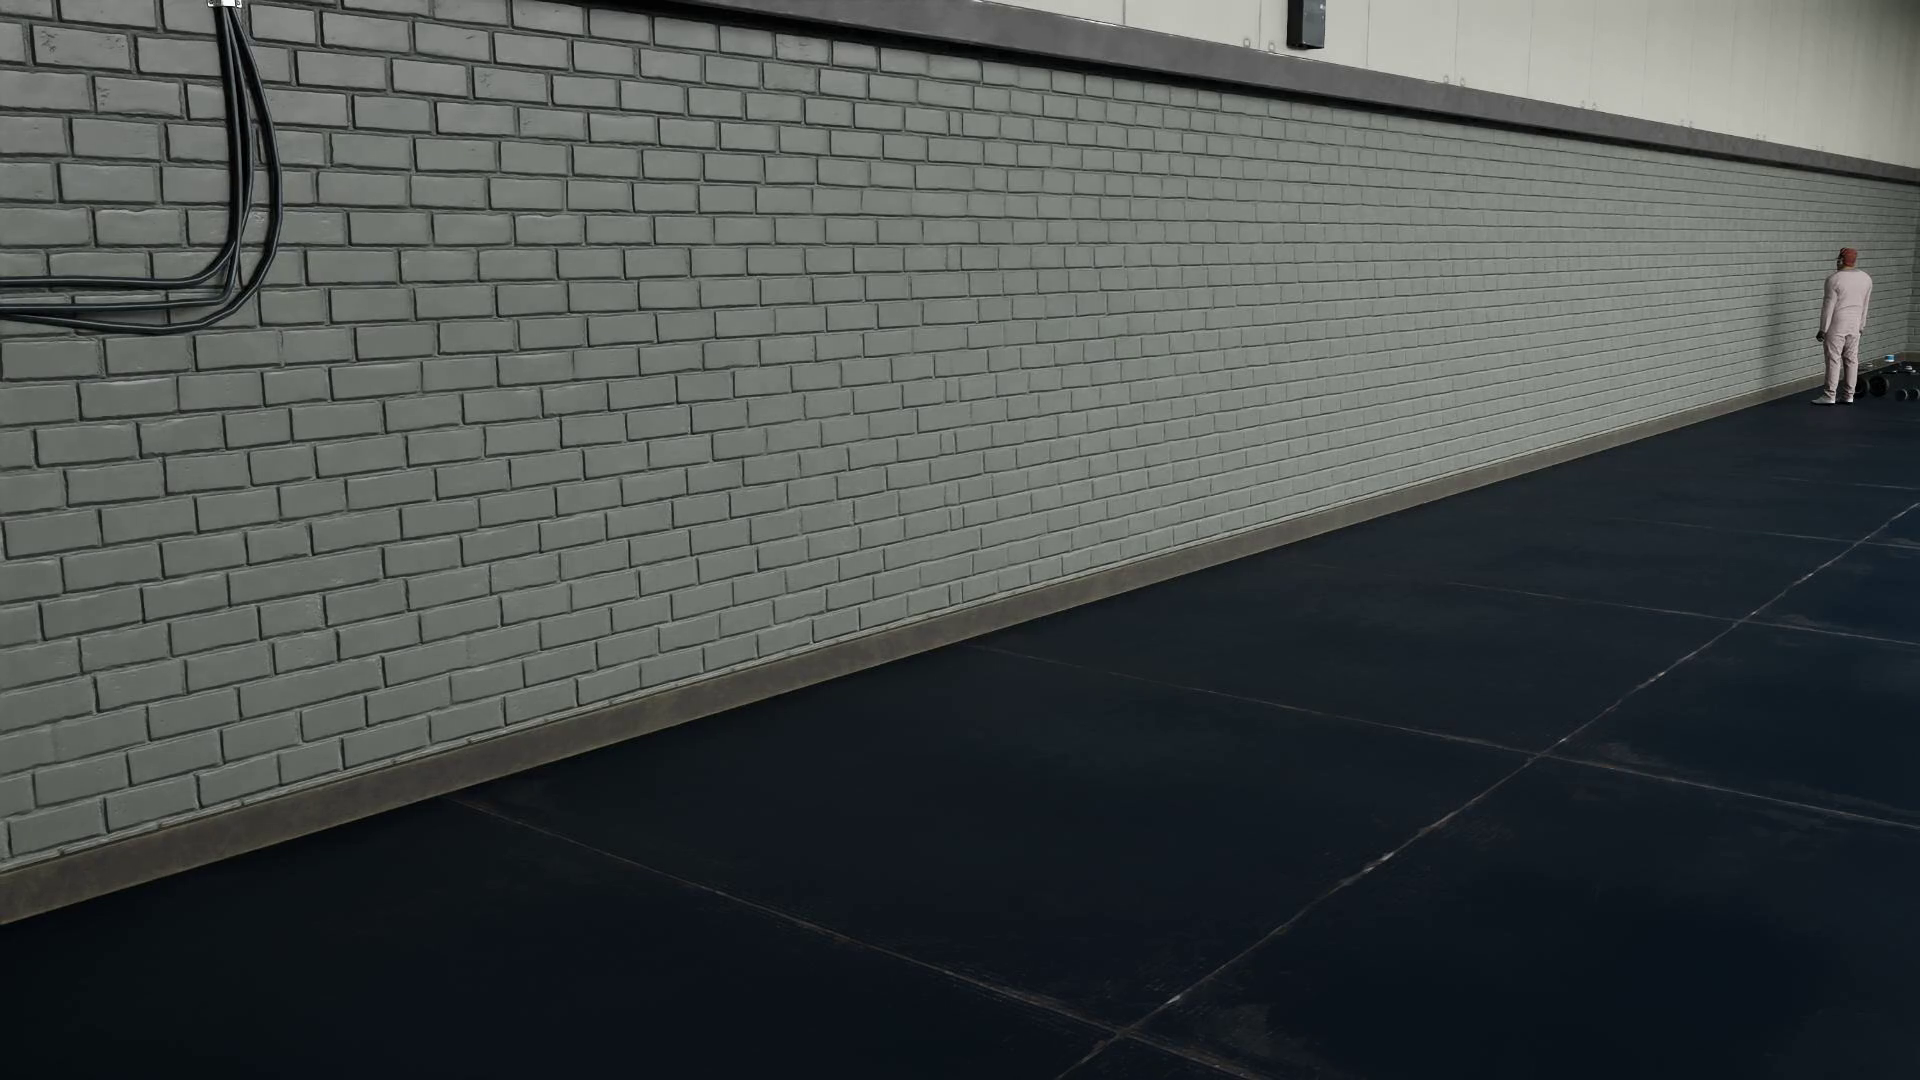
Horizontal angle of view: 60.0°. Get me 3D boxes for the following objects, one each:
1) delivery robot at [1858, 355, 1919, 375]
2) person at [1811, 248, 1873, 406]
[{"bbox_3d":[11.830,-2.240,21.181,0.335,0.223,0.698,-6,12,-29],"label":"delivery robot"},{"bbox_3d":[10.744,-2.601,20.299,0.641,1.909,0.409,-3,11,-16],"label":"person"}]
